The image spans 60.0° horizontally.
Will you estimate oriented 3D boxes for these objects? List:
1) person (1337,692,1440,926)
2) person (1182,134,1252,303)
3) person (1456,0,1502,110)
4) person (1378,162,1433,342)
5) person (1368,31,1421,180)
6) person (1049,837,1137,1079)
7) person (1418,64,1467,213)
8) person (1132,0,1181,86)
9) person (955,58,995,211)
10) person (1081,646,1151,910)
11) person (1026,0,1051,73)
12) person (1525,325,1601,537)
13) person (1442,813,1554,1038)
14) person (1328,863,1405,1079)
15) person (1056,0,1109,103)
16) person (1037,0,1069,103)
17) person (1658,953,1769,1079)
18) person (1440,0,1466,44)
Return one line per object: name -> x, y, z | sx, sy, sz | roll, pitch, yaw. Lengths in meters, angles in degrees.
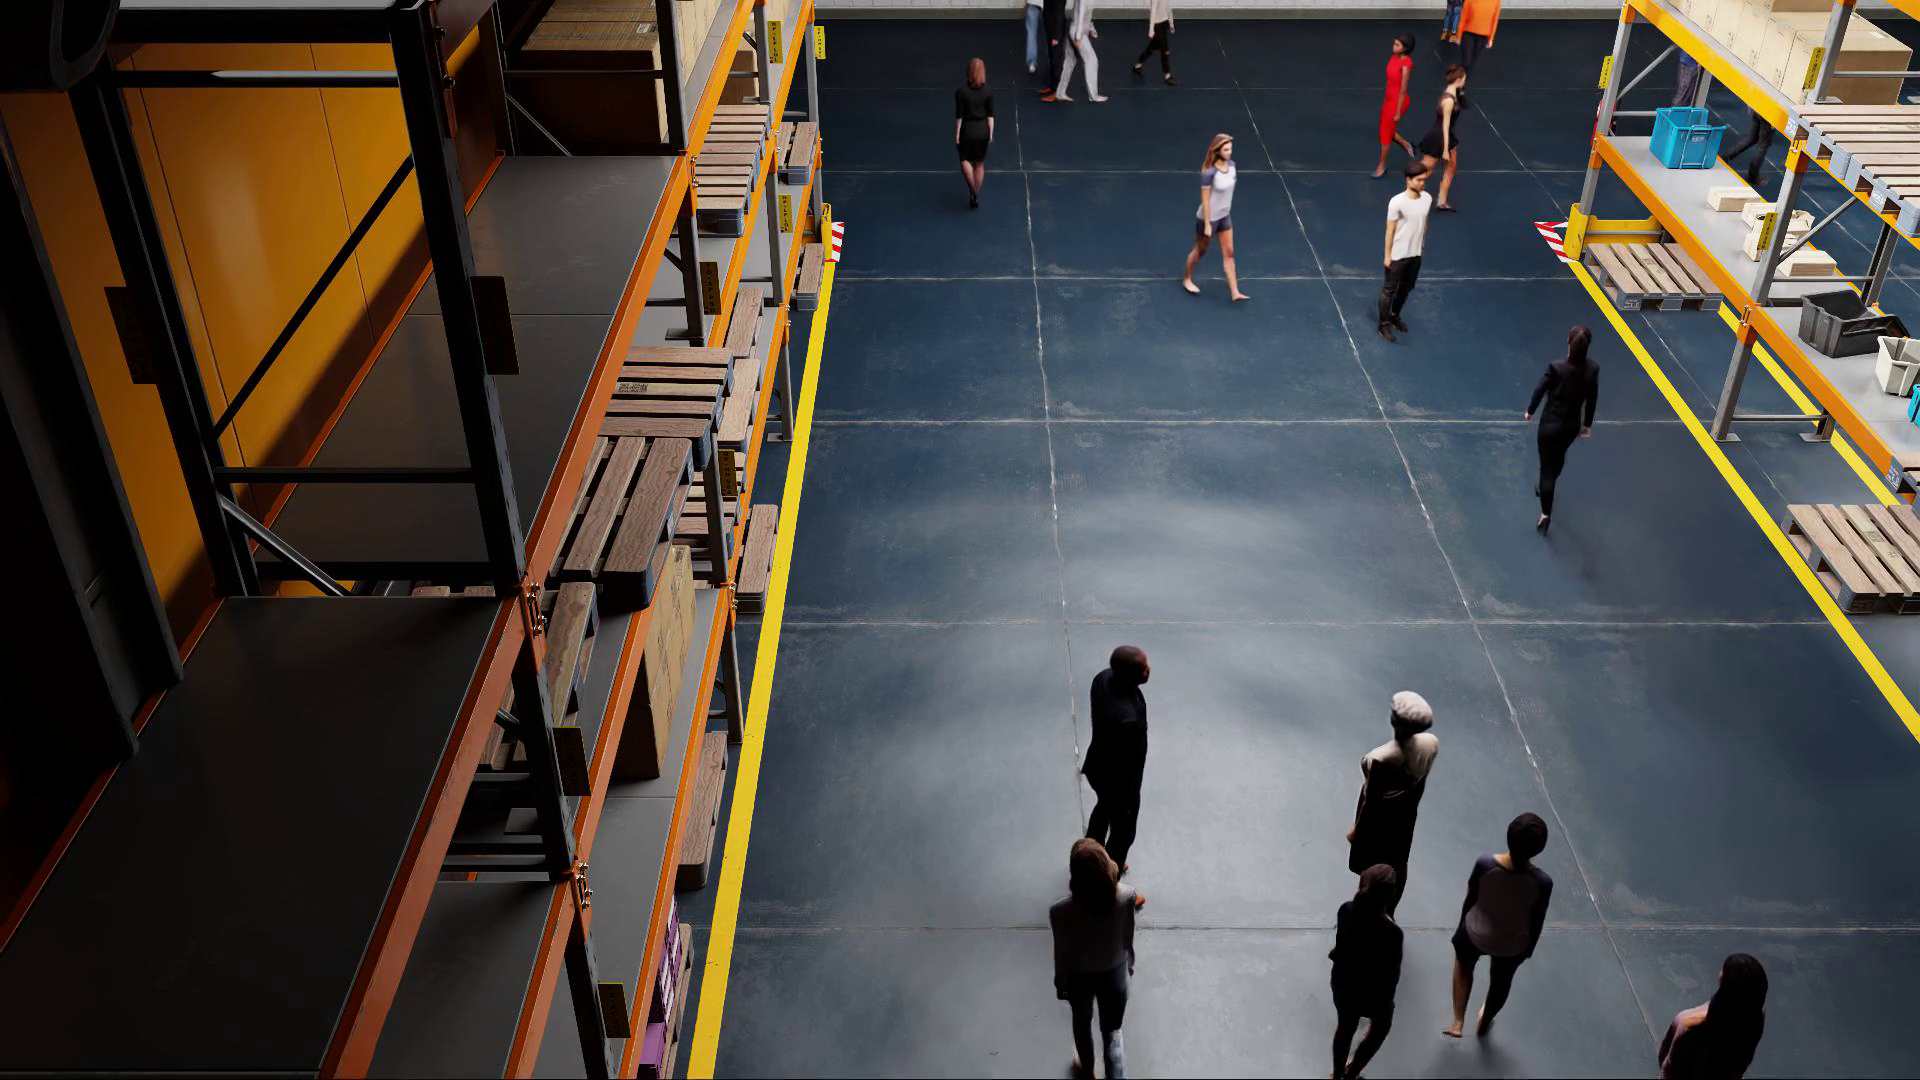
person -> 2.376, 1.554, 9.210 | 0.706, 1.756, 0.697 | -17, 37, -24
person -> 2.437, -3.179, 16.400 | 0.969, 1.681, 1.116 | -23, 40, -30
person -> 6.521, -6.433, 21.257 | 0.704, 1.723, 0.892 | -2, 34, -3
person -> 4.188, -2.760, 15.728 | 0.734, 1.726, 0.756 | -14, 36, -20
person -> 5.051, -4.950, 19.026 | 0.755, 1.721, 0.821 | -5, 34, -8
person -> 0.686, 2.232, 8.177 | 0.710, 1.770, 1.018 | -3, 34, -4
person -> 5.177, -4.383, 18.229 | 0.860, 1.661, 0.827 | 14, 36, 21
person -> 2.579, -6.792, 22.042 | 0.949, 1.451, 0.991 | 20, 38, 27
person -> 0.171, -4.395, 18.217 | 0.652, 1.692, 0.733 | -6, 34, -9
person -> 0.869, 1.326, 9.502 | 0.792, 1.812, 0.595 | -4, 34, -5
person -> 1.057, -7.193, 22.314 | 0.919, 1.818, 1.203 | 10, 35, 15
person -> 4.649, -0.810, 12.832 | 0.610, 1.684, 0.865 | -2, 34, -4
person -> 2.772, 2.065, 8.628 | 0.720, 1.548, 0.805 | 15, 36, 21
person -> 1.976, 2.259, 8.337 | 0.666, 1.549, 0.724 | 28, 43, 36
person -> 1.433, -6.456, 21.267 | 0.693, 1.749, 0.839 | -3, 34, -5
person -> 1.225, -6.567, 21.390 | 0.733, 1.798, 0.515 | -2, 34, -2
person -> 3.396, 2.610, 7.585 | 0.792, 1.797, 1.014 | -9, 35, -13
person -> 7.049, -7.729, 23.632 | 0.646, 1.251, 0.566 | -19, 38, -27
